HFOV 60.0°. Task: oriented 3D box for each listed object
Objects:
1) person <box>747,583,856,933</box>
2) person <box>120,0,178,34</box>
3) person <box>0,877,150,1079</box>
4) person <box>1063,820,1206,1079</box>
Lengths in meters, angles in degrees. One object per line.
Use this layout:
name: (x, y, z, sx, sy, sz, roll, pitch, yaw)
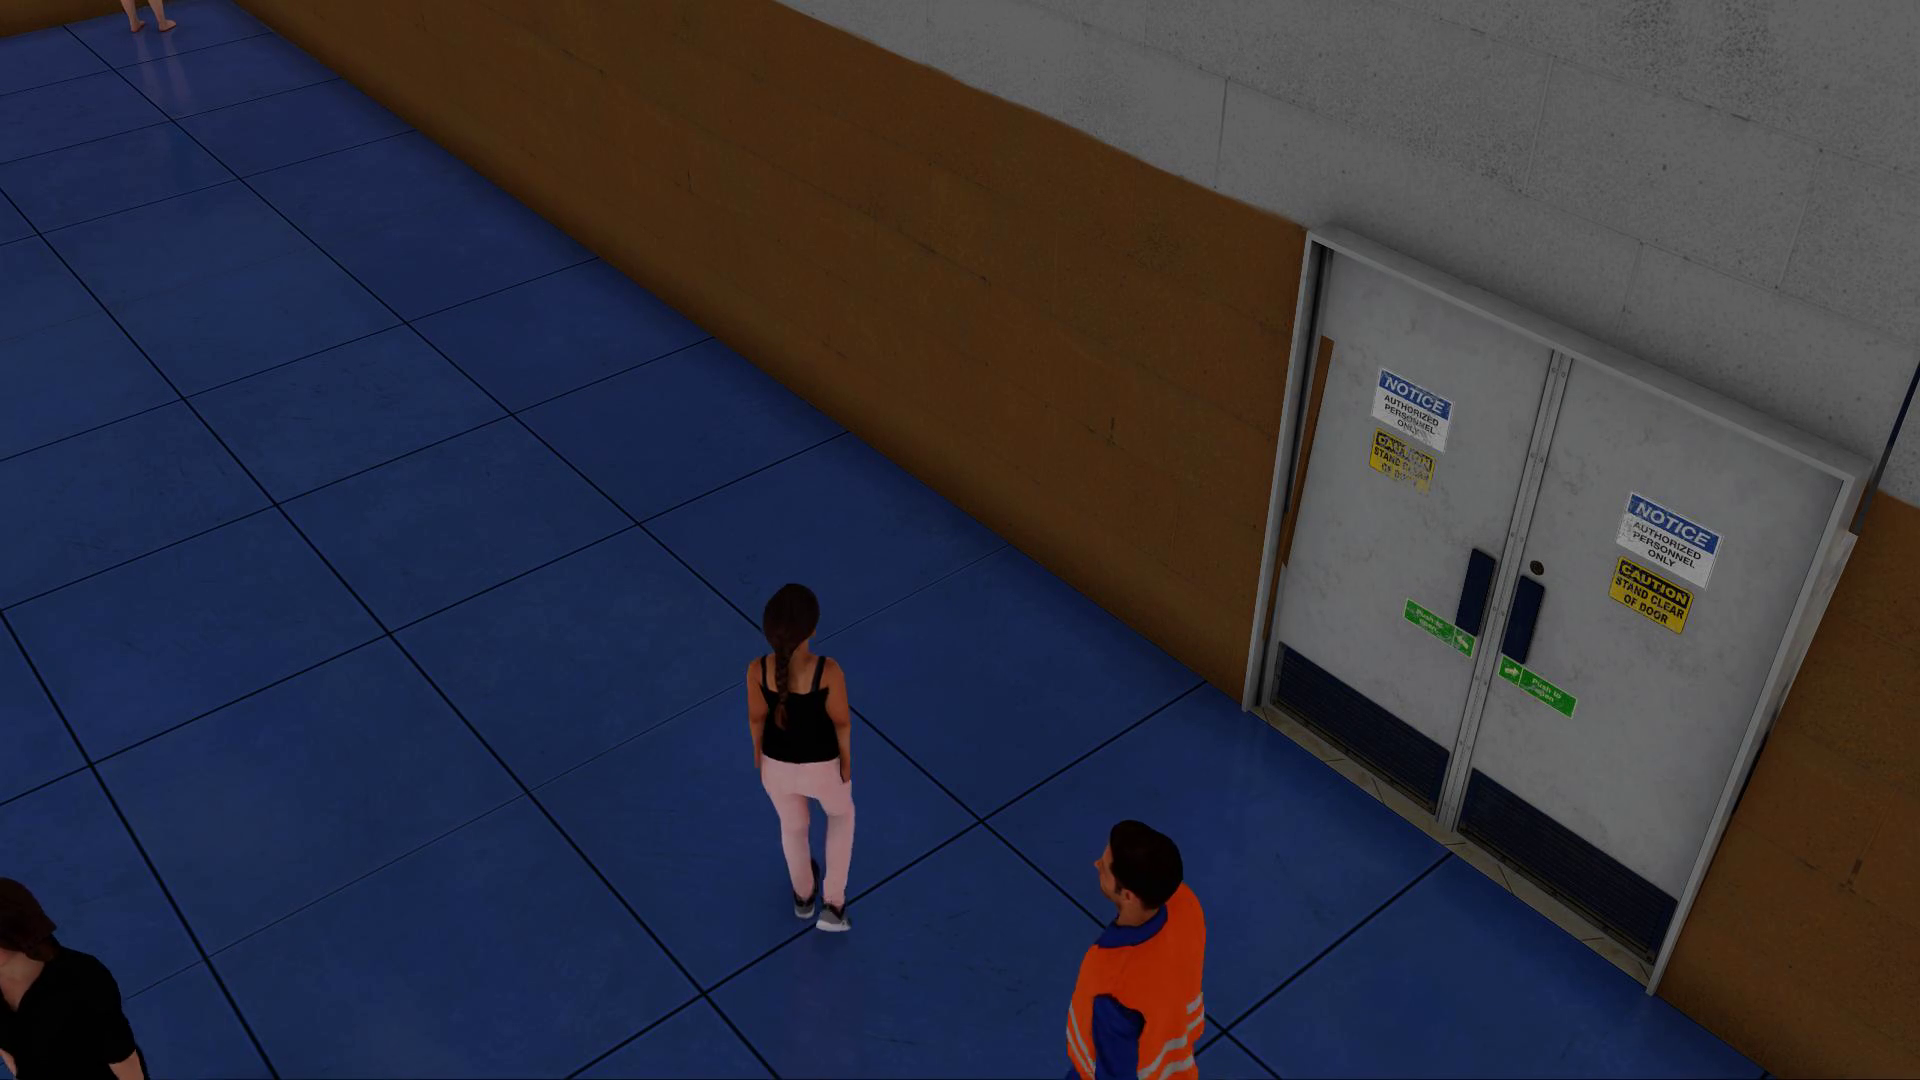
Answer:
person: (-0.559, 0.834, 5.866, 0.751, 1.556, 0.798, 1, 37, 1)
person: (-6.814, -4.958, 13.504, 0.649, 1.650, 0.734, -1, 37, -1)
person: (-2.481, 1.517, 4.828, 0.799, 1.692, 0.858, 3, 37, 4)
person: (0.568, 1.540, 4.699, 1.014, 1.827, 1.159, 19, 41, 23)
